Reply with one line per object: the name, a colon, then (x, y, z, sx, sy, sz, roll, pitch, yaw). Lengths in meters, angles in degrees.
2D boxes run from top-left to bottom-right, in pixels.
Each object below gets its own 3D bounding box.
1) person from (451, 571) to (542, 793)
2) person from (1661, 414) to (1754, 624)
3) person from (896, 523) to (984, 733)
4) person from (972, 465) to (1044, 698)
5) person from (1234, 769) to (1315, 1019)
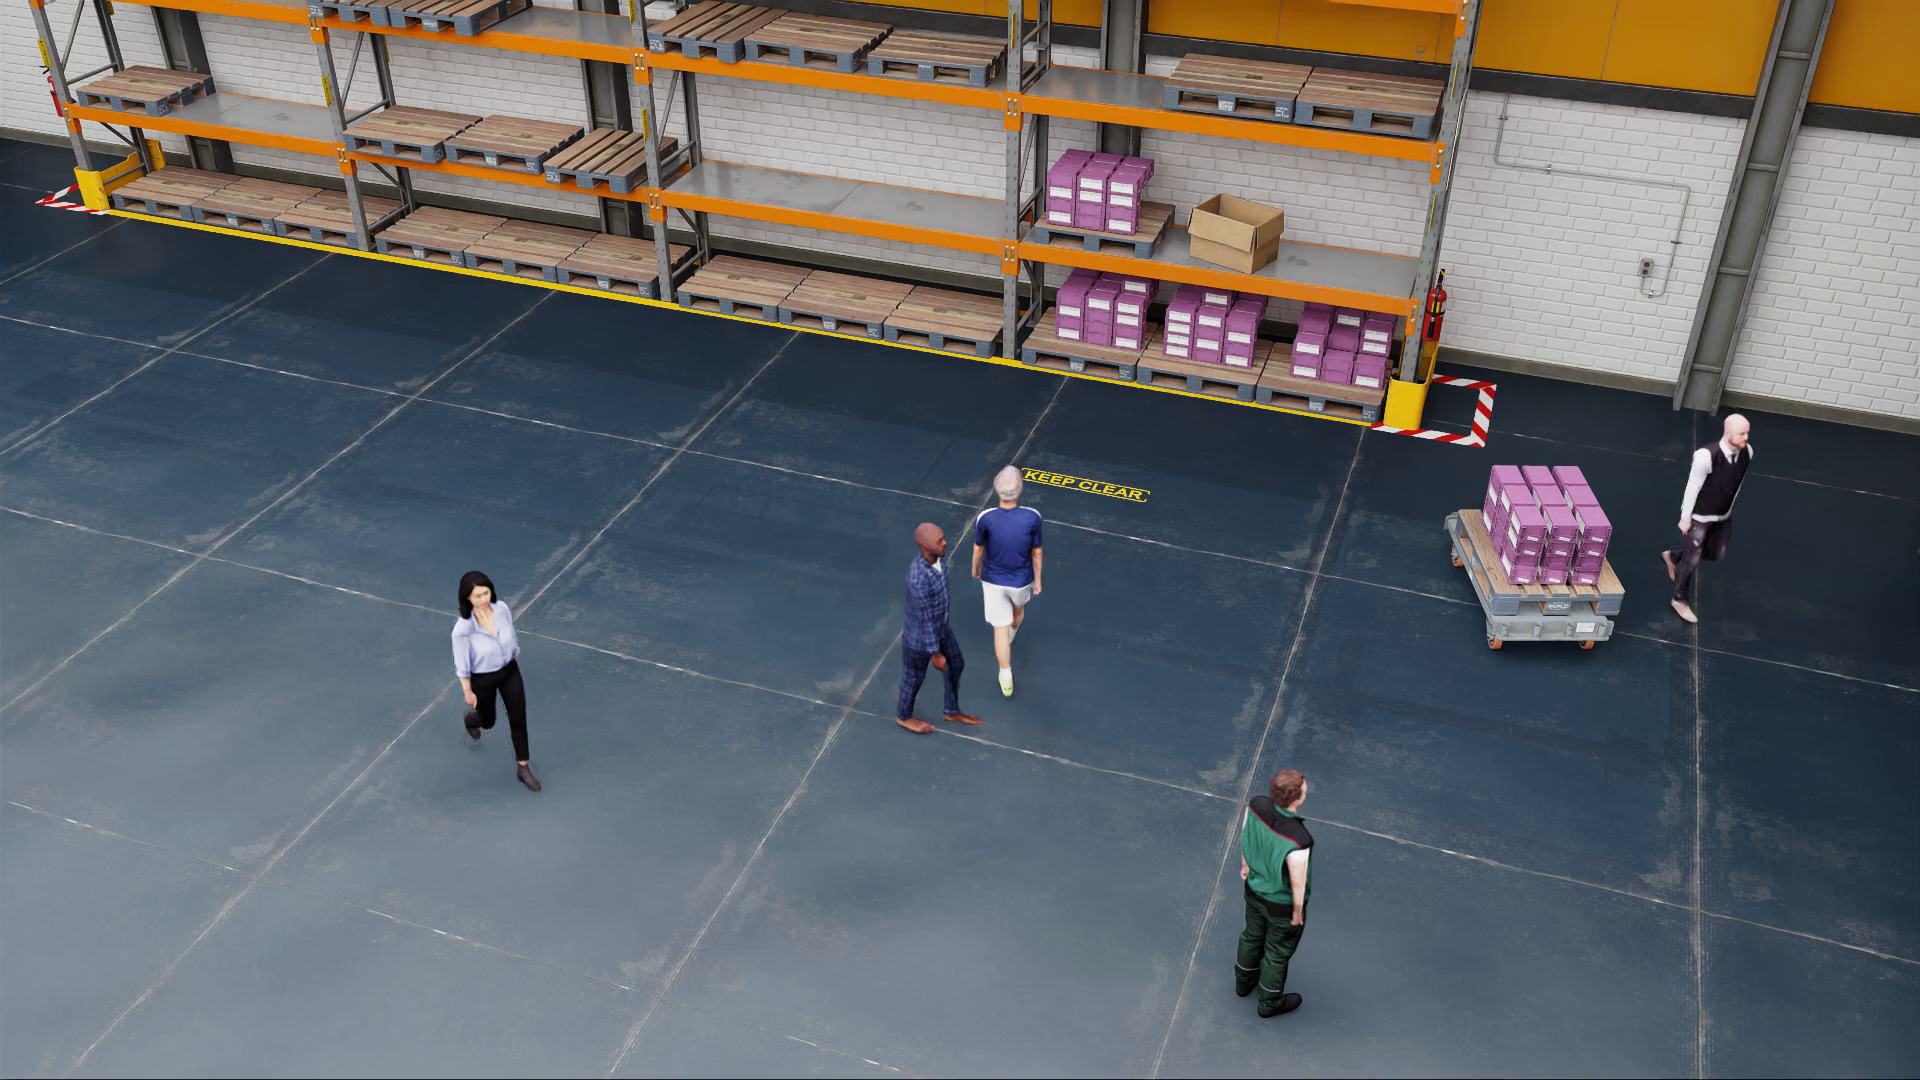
person: (-3.263, 0.934, 11.478, 1.158, 1.721, 0.935, 28, 43, 35)
person: (5.845, -0.232, 13.156, 0.971, 1.805, 1.016, -11, 35, -16)
person: (-0.319, 0.637, 11.858, 0.849, 1.795, 0.661, 13, 36, 19)
person: (0.361, 0.346, 12.294, 1.155, 1.796, 1.046, -3, 34, -5)
person: (1.845, 2.037, 9.708, 0.808, 1.843, 0.719, -21, 39, -28)
